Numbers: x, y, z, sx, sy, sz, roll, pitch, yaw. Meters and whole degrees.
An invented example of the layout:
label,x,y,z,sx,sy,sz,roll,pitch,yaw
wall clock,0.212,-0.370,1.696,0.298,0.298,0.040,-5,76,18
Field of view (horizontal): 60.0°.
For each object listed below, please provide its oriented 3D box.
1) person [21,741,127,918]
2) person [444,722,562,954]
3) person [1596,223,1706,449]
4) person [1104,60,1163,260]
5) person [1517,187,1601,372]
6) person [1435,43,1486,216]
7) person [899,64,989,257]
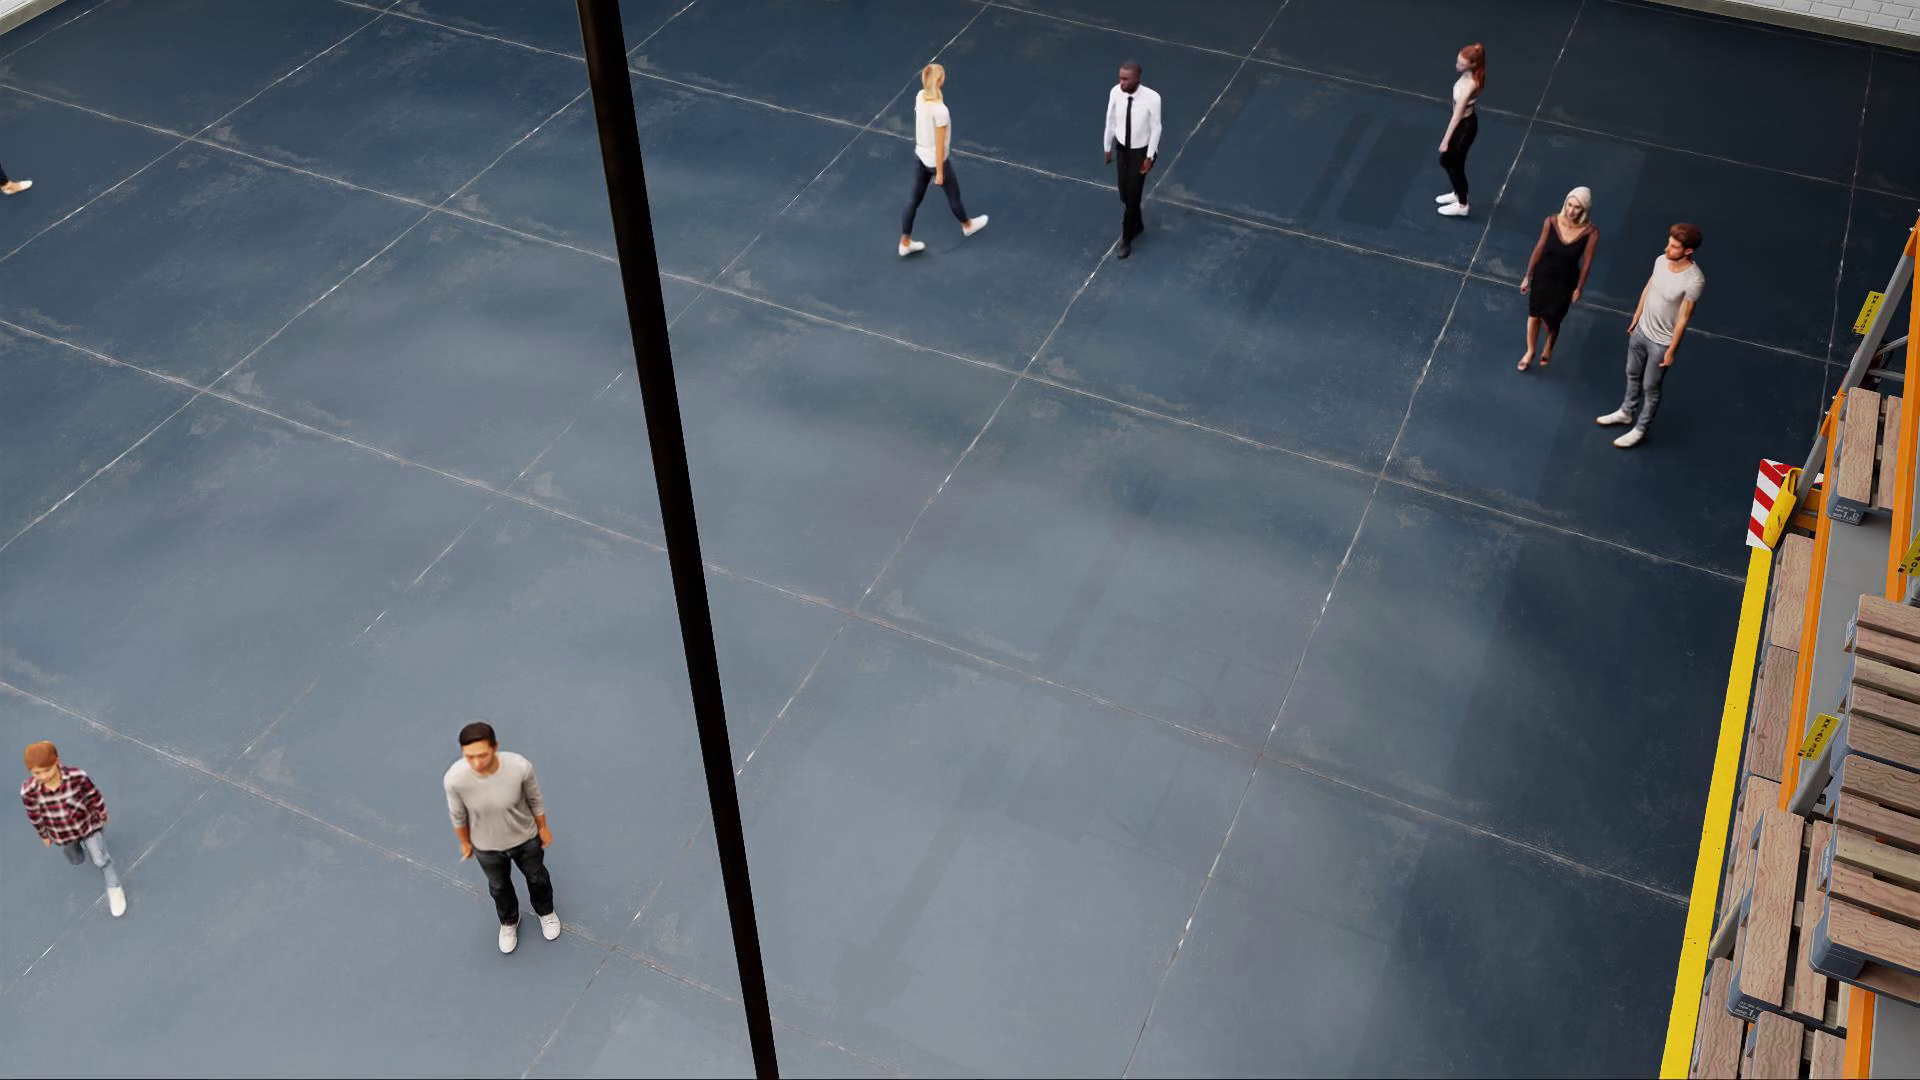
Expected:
label,x,y,z,sx,sy,sz,roll,pitch,yaw
person,-5.141,1.598,9.638,0.825,1.294,0.879,-16,46,-16
person,-2.531,1.616,9.244,0.726,1.811,0.765,-10,45,-10
person,5.265,-1.553,12.516,0.809,1.887,0.745,-13,45,-14
person,1.567,-3.403,14.517,0.725,1.805,0.859,21,48,21
person,4.748,-2.083,13.183,0.675,1.733,0.714,30,51,28
person,4.529,-3.639,14.830,0.727,1.715,0.631,19,47,19
person,-0.318,-3.232,14.371,1.222,1.759,1.009,-25,49,-24
